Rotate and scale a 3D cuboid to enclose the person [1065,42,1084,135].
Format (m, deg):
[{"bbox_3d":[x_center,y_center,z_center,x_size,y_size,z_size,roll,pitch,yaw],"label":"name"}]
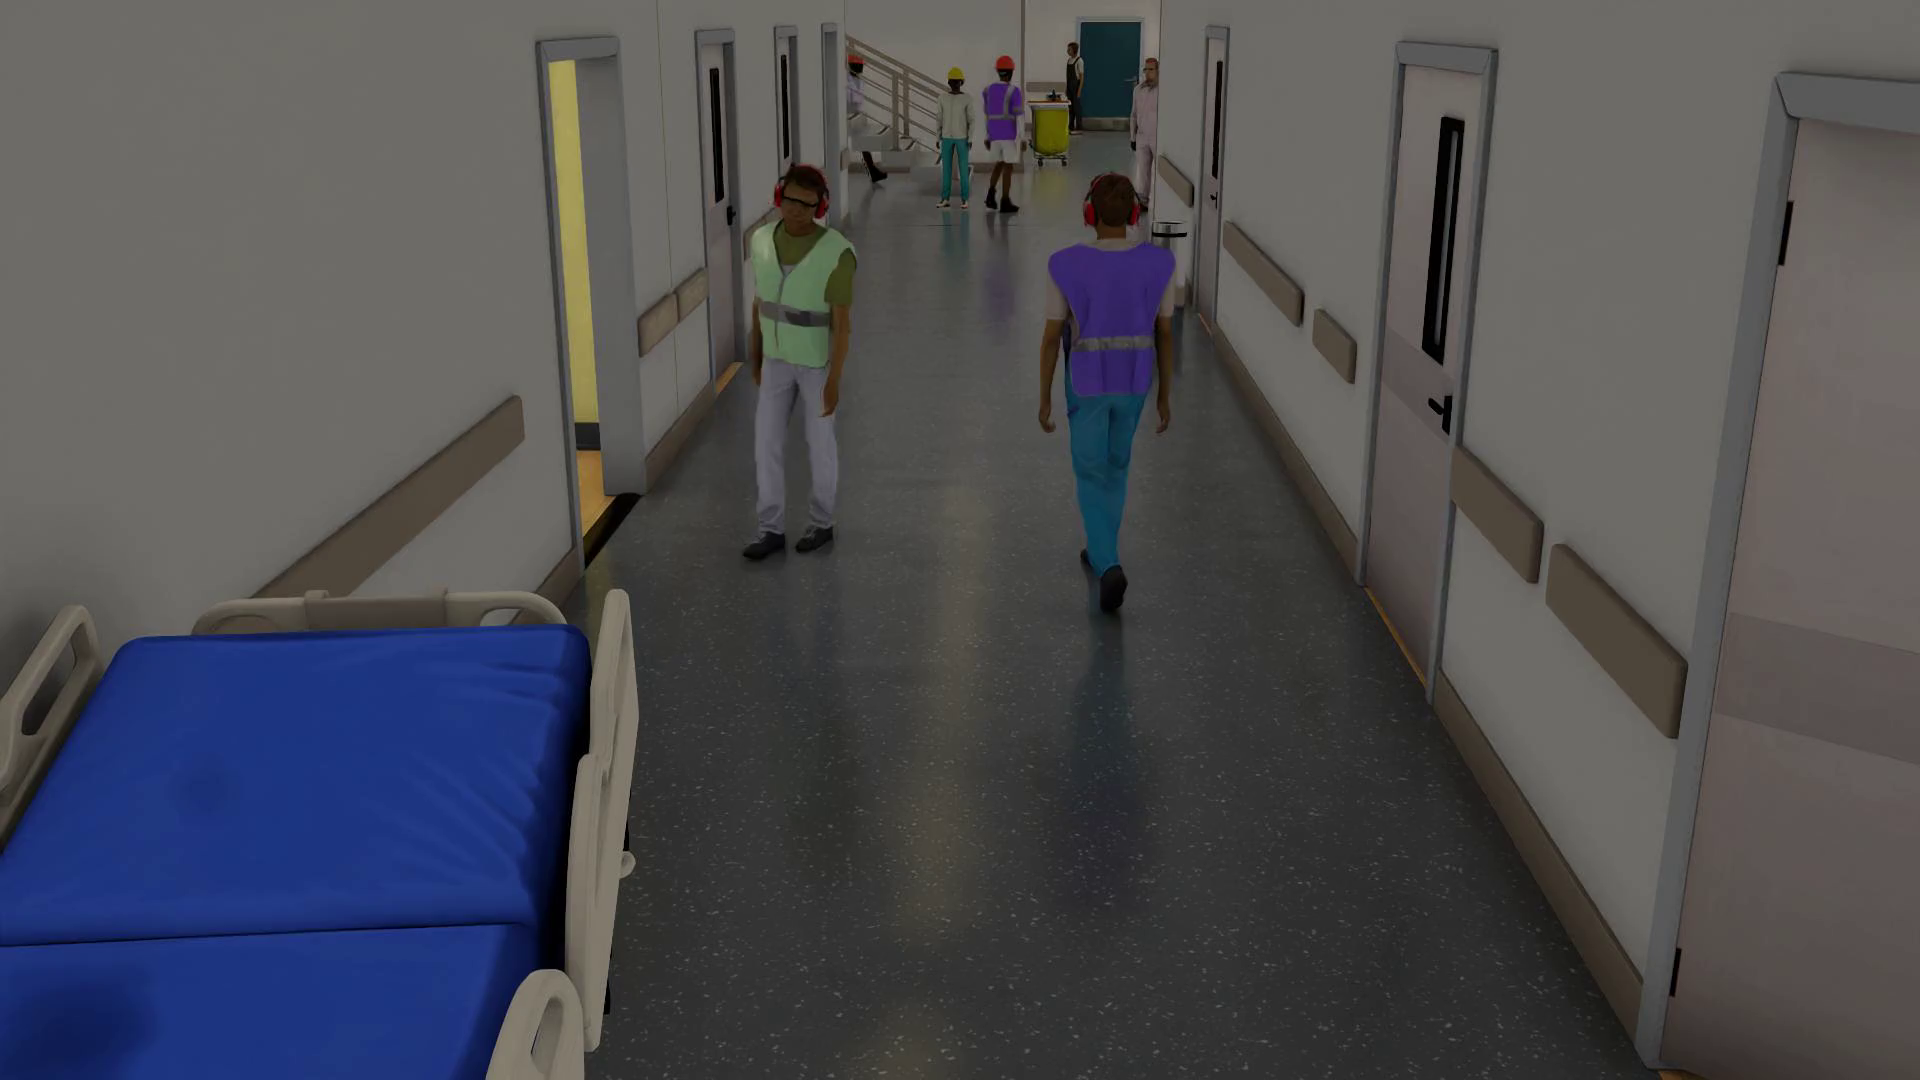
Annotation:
[{"bbox_3d":[2.319,-9.195,33.909,0.326,1.842,0.516,-10,20,-29],"label":"person"}]

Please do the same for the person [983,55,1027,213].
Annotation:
[{"bbox_3d":[0.564,-5.063,20.799,0.588,1.924,0.391,15,23,38],"label":"person"}]

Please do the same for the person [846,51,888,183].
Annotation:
[{"bbox_3d":[-1.511,-6.174,24.347,0.989,1.885,0.562,13,22,36],"label":"person"}]

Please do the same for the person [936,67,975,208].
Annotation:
[{"bbox_3d":[-0.065,-5.152,21.327,0.524,1.772,0.301,6,18,17],"label":"person"}]

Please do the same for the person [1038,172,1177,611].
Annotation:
[{"bbox_3d":[0.634,-0.632,7.055,0.574,1.819,0.869,-3,18,-10],"label":"person"}]

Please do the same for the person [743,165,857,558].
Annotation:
[{"bbox_3d":[-0.726,-0.782,7.536,0.608,1.804,0.644,9,20,26],"label":"person"}]
